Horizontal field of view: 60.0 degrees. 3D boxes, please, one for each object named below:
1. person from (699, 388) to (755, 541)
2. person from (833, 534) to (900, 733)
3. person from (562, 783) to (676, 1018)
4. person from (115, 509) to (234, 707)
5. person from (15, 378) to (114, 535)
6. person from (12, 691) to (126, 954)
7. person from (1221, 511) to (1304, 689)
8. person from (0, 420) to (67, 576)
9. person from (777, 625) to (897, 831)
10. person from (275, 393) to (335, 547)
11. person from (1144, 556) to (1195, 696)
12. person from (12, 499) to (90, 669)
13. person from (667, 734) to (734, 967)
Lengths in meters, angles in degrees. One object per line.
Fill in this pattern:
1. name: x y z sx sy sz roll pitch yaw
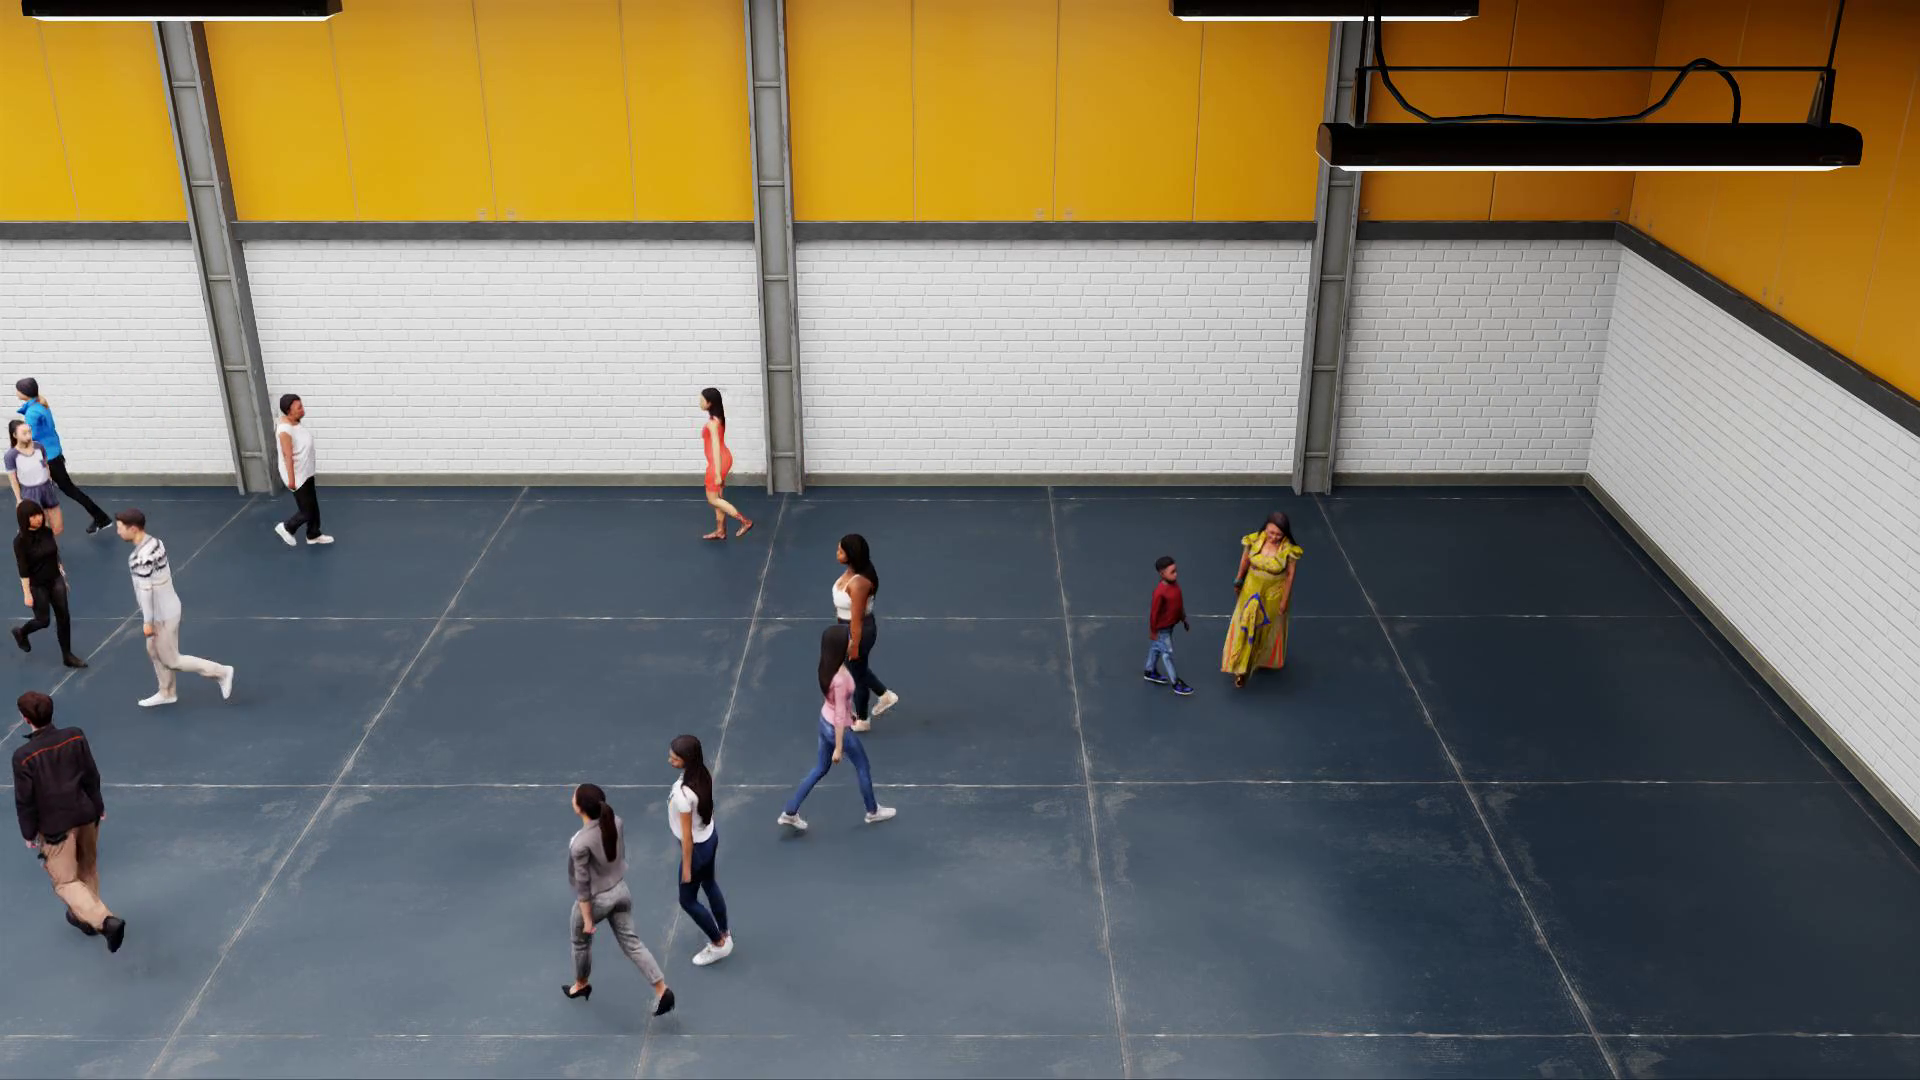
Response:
1. person: -2.425 -0.762 17.309 0.773 1.703 0.588 1 24 1
2. person: -0.748 0.769 13.690 0.744 1.797 0.642 0 24 -1
3. person: -2.154 2.299 10.386 1.193 1.640 0.976 13 27 28
4. person: -6.647 0.599 14.056 1.128 1.815 0.906 -9 25 -19
5. person: -9.421 -0.822 17.396 1.229 1.743 0.802 -5 24 -12
6. person: -5.854 1.893 10.984 1.204 1.903 1.062 16 28 32
7. person: 2.713 0.449 14.650 1.242 1.613 1.064 9 25 19
8. person: -9.289 -0.421 16.615 0.854 1.634 0.765 12 26 25
9. person: -0.994 1.424 12.305 1.216 1.705 0.871 -9 25 -19
10. person: -6.893 -0.707 17.219 0.831 1.675 0.740 -5 24 -11
11. person: 1.740 0.712 14.522 0.849 1.234 0.729 14 27 30
12. person: -8.195 0.394 14.766 0.982 1.621 0.753 8 25 18
13. person: -1.668 2.016 10.889 0.626 1.755 0.770 7 25 15
